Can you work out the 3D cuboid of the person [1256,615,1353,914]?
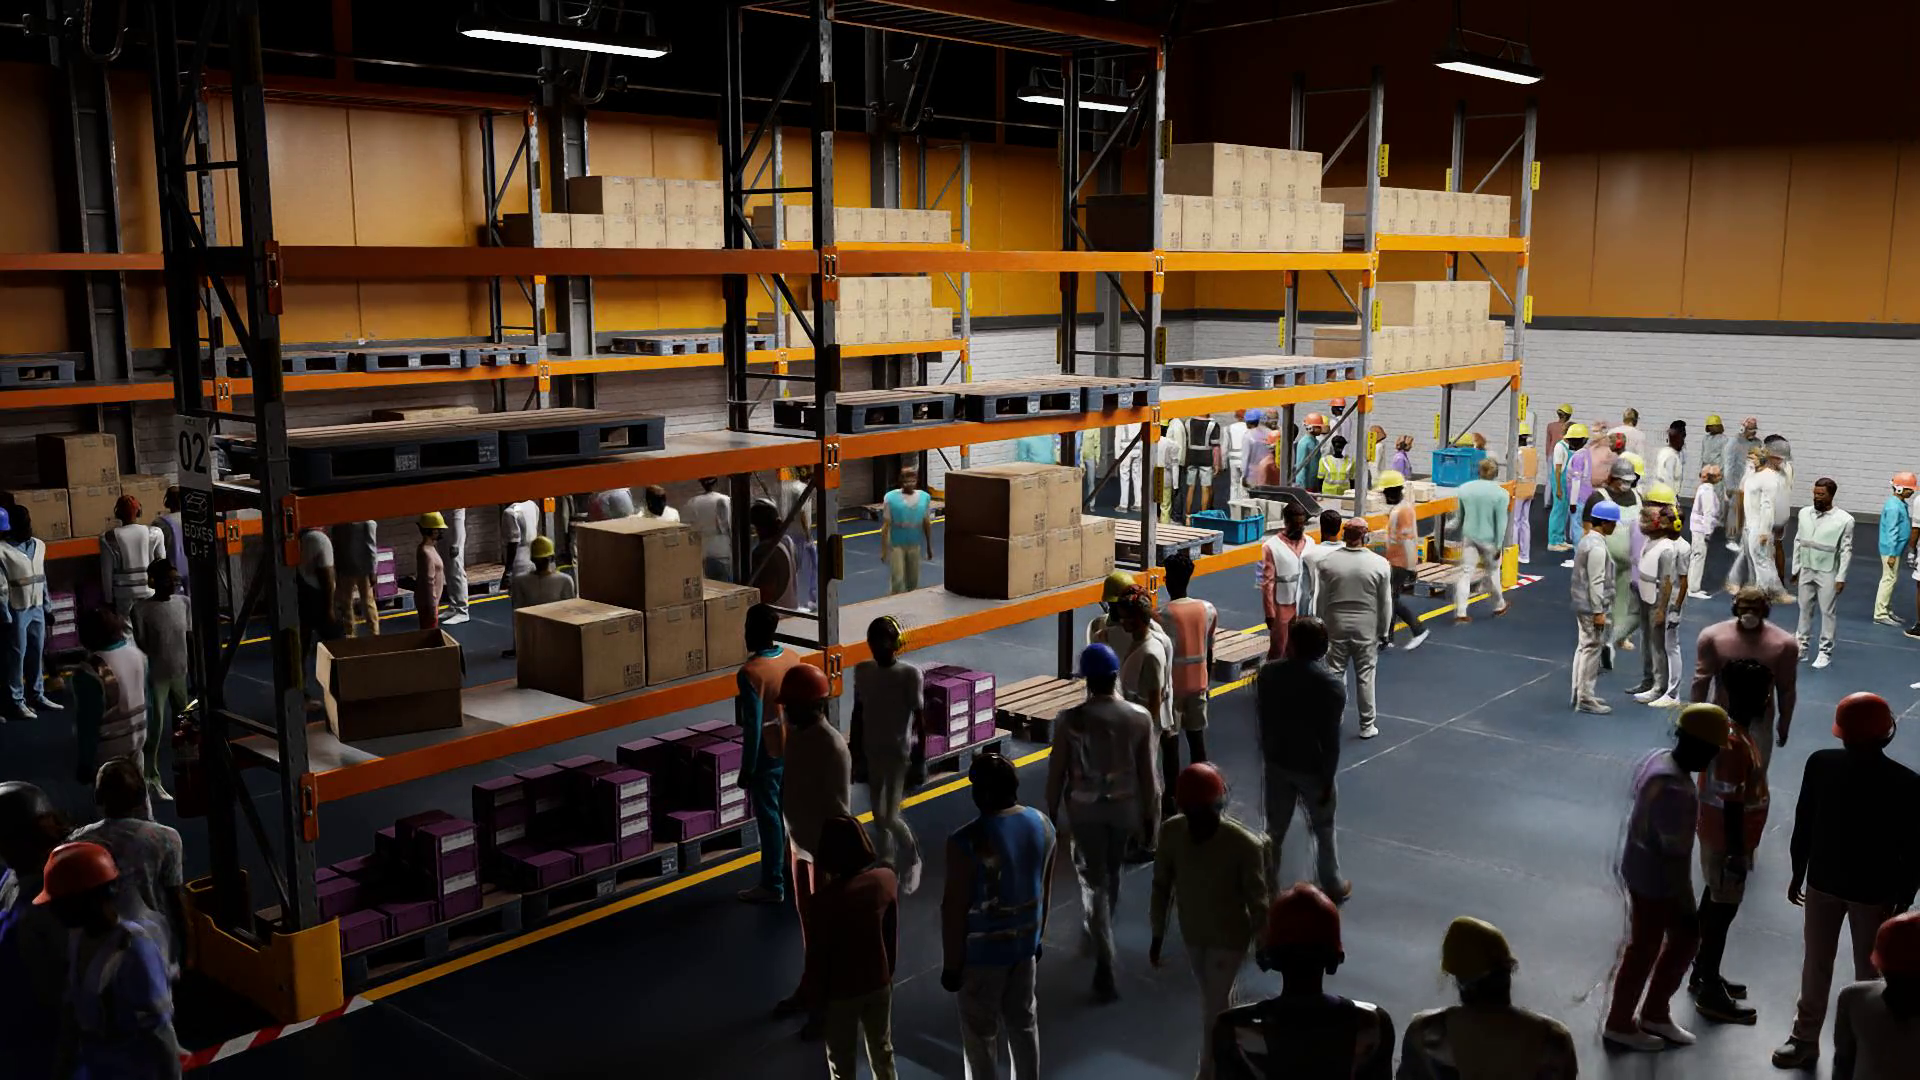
[{"bbox_3d":[2.152,1.403,10.357,0.637,1.898,0.912,8,12,38],"label":"person"}]

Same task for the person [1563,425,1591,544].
[{"bbox_3d":[8.796,-0.767,23.714,0.527,1.760,0.341,-6,11,-31],"label":"person"}]

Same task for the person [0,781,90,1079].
[{"bbox_3d":[-3.672,1.906,6.906,0.864,2.000,0.684,-8,12,-38],"label":"person"}]

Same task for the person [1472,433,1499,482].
[{"bbox_3d":[7.553,-0.771,24.190,0.517,1.598,0.488,7,12,35],"label":"person"}]

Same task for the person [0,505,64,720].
[{"bbox_3d":[-8.376,0.633,14.872,0.392,1.920,0.593,2,10,11],"label":"person"}]

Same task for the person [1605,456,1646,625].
[{"bbox_3d":[7.434,0.005,18.621,0.378,1.918,0.585,8,12,40],"label":"person"}]

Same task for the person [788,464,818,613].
[{"bbox_3d":[-1.724,-0.057,19.190,0.698,1.846,0.560,0,10,-2],"label":"person"}]

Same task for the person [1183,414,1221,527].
[{"bbox_3d":[3.696,-1.186,25.419,0.612,2.029,0.407,5,11,29],"label":"person"}]

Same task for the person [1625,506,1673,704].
[{"bbox_3d":[6.410,0.601,15.337,0.435,1.826,0.579,1,10,6],"label":"person"}]

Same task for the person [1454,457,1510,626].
[{"bbox_3d":[5.894,0.004,18.747,0.633,1.884,1.016,8,12,38],"label":"person"}]

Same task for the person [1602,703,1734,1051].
[{"bbox_3d":[3.603,1.727,8.439,0.605,1.877,0.618,4,10,21],"label":"person"}]

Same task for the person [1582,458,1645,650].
[{"bbox_3d":[6.908,0.129,17.514,0.695,2.000,0.596,-2,10,-12],"label":"person"}]

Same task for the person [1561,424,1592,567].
[{"bbox_3d":[8.212,-0.589,22.187,0.394,1.918,0.592,5,11,29],"label":"person"}]

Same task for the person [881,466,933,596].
[{"bbox_3d":[-0.592,0.077,18.496,0.649,1.823,0.462,-5,11,-28],"label":"person"}]

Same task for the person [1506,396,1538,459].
[{"bbox_3d":[9.371,-1.504,27.773,0.576,1.877,0.354,-4,10,-21],"label":"person"}]

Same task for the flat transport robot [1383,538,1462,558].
[{"bbox_3d":[6.546,0.147,22.681,1.431,0.197,0.652,8,13,40],"label":"flat transport robot"}]

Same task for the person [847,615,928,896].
[{"bbox_3d":[-0.490,1.385,10.587,0.521,1.855,0.393,6,11,31],"label":"person"}]

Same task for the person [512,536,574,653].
[{"bbox_3d":[-3.540,0.828,14.165,0.544,1.753,0.364,-1,10,-7],"label":"person"}]

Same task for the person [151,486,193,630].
[{"bbox_3d":[-7.801,0.374,16.671,0.509,1.839,0.345,-7,12,-38],"label":"person"}]

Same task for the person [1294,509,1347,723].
[{"bbox_3d":[3.237,0.683,14.615,0.598,1.908,0.402,-3,10,-15],"label":"person"}]

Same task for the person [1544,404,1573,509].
[{"bbox_3d":[9.821,-1.349,27.200,0.342,1.752,0.533,-7,12,-36],"label":"person"}]

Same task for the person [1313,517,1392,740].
[{"bbox_3d":[3.348,0.751,14.203,0.653,1.906,0.405,3,10,17],"label":"person"}]

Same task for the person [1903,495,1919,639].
[{"bbox_3d":[10.531,0.103,17.937,0.610,1.958,0.367,0,10,0],"label":"person"}]

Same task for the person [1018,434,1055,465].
[{"bbox_3d":[1.104,-0.990,24.644,0.643,1.891,0.724,-7,12,-37],"label":"person"}]

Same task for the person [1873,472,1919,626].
[{"bbox_3d":[10.480,0.097,18.614,0.354,1.738,0.574,6,11,34],"label":"person"}]

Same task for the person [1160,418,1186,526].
[{"bbox_3d":[3.252,-1.176,25.441,0.396,1.992,0.623,0,10,1],"label":"person"}]

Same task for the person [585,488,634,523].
[{"bbox_3d":[-3.886,0.053,17.970,0.889,2.000,0.698,-6,11,-31],"label":"person"}]

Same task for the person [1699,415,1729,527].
[{"bbox_3d":[11.559,-1.062,25.552,0.340,1.735,0.483,-4,10,-23],"label":"person"}]

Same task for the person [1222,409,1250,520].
[{"bbox_3d":[4.336,-1.147,25.674,0.588,1.870,0.383,5,11,27],"label":"person"}]

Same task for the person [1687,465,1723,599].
[{"bbox_3d":[9.018,-0.107,20.159,0.326,1.630,0.522,3,10,19],"label":"person"}]

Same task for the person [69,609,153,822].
[{"bbox_3d":[-5.545,1.350,10.871,0.429,1.837,0.668,1,10,7],"label":"person"}]

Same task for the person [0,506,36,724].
[{"bbox_3d":[-8.518,0.650,14.711,0.405,1.937,0.602,3,10,18],"label":"person"}]

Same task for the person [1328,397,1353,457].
[{"bbox_3d":[6.040,-1.348,26.638,0.369,1.939,0.542,9,13,44],"label":"person"}]

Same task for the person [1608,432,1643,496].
[{"bbox_3d":[8.811,-0.524,22.084,0.484,1.811,0.614,3,10,20],"label":"person"}]

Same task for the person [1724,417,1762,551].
[{"bbox_3d":[11.044,-0.784,23.420,0.652,1.894,0.401,-4,10,-23],"label":"person"}]

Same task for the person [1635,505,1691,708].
[{"bbox_3d":[6.466,0.602,15.219,0.328,1.865,0.508,0,10,2],"label":"person"}]

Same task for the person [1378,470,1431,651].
[{"bbox_3d":[4.590,0.229,17.317,0.713,1.905,0.652,1,10,7],"label":"person"}]

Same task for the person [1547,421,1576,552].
[{"bbox_3d":[8.497,-0.755,23.405,0.348,1.839,0.504,7,12,37],"label":"person"}]

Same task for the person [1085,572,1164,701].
[{"bbox_3d":[1.145,1.161,11.738,0.594,1.912,0.398,5,11,29],"label":"person"}]

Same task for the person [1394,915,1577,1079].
[{"bbox_3d":[1.827,2.191,5.896,0.615,1.799,0.604,1,10,6],"label":"person"}]

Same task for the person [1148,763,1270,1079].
[{"bbox_3d":[1.143,1.896,7.921,0.558,1.707,0.823,9,13,44],"label":"person"}]

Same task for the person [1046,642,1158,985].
[{"bbox_3d":[0.825,1.542,9.508,0.605,1.909,0.939,-3,10,-15],"label":"person"}]

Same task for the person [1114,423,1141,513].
[{"bbox_3d":[2.748,-1.383,27.045,0.573,1.876,0.358,-6,11,-31],"label":"person"}]

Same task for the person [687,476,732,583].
[{"bbox_3d":[-2.671,0.134,17.920,0.609,1.898,0.568,4,10,23],"label":"person"}]

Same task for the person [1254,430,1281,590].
[{"bbox_3d":[3.886,-0.376,20.667,0.396,1.992,0.622,5,11,30],"label":"person"}]

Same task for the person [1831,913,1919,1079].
[{"bbox_3d":[3.539,2.188,6.199,0.858,1.717,0.564,-9,13,-43],"label":"person"}]
